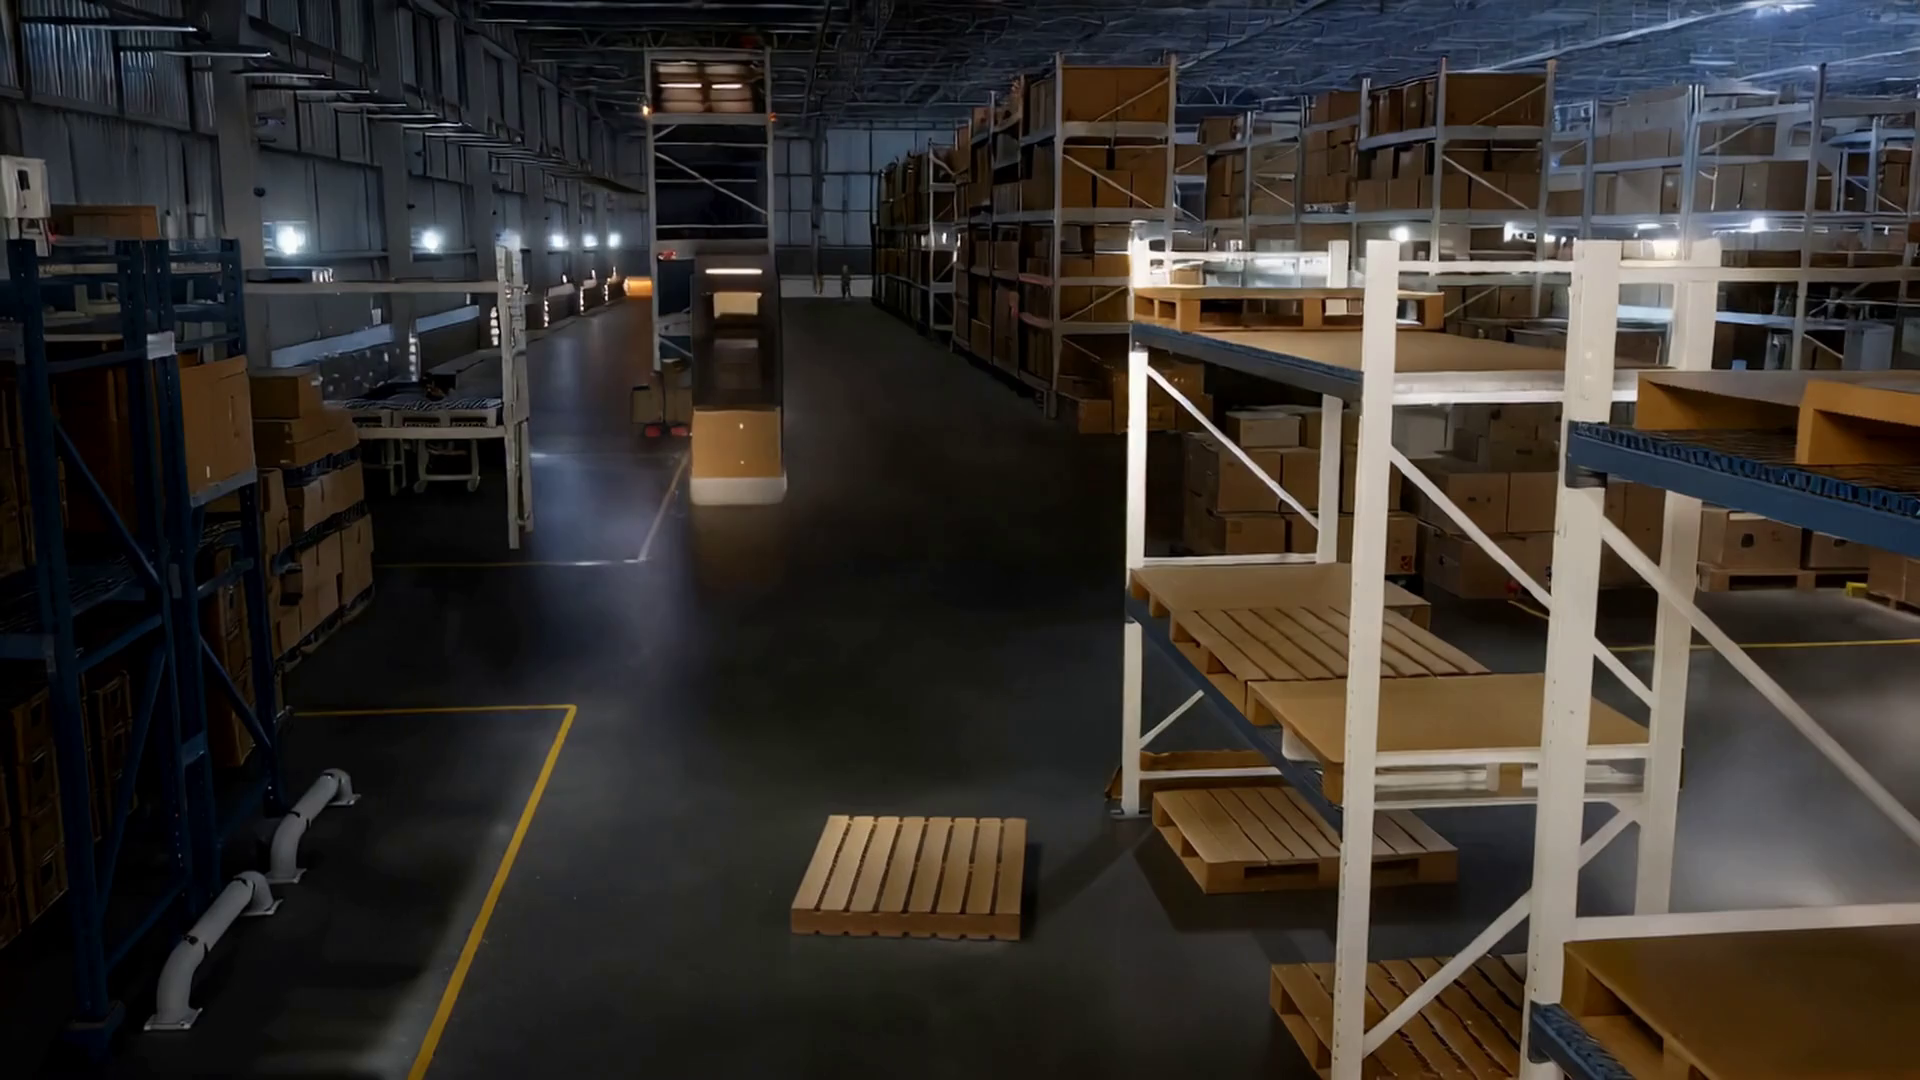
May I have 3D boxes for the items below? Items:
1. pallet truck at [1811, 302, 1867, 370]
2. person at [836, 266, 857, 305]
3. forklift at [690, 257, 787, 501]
[{"bbox_3d":[15.846,-3.142,28.793,1.885,1.965,0.823,2,10,12],"label":"pallet truck"},{"bbox_3d":[-5.296,-11.962,78.112,1.017,1.844,0.638,-2,10,-12],"label":"person"},{"bbox_3d":[-2.651,-1.956,19.773,1.129,2.768,1.873,-1,10,-6],"label":"forklift"}]
